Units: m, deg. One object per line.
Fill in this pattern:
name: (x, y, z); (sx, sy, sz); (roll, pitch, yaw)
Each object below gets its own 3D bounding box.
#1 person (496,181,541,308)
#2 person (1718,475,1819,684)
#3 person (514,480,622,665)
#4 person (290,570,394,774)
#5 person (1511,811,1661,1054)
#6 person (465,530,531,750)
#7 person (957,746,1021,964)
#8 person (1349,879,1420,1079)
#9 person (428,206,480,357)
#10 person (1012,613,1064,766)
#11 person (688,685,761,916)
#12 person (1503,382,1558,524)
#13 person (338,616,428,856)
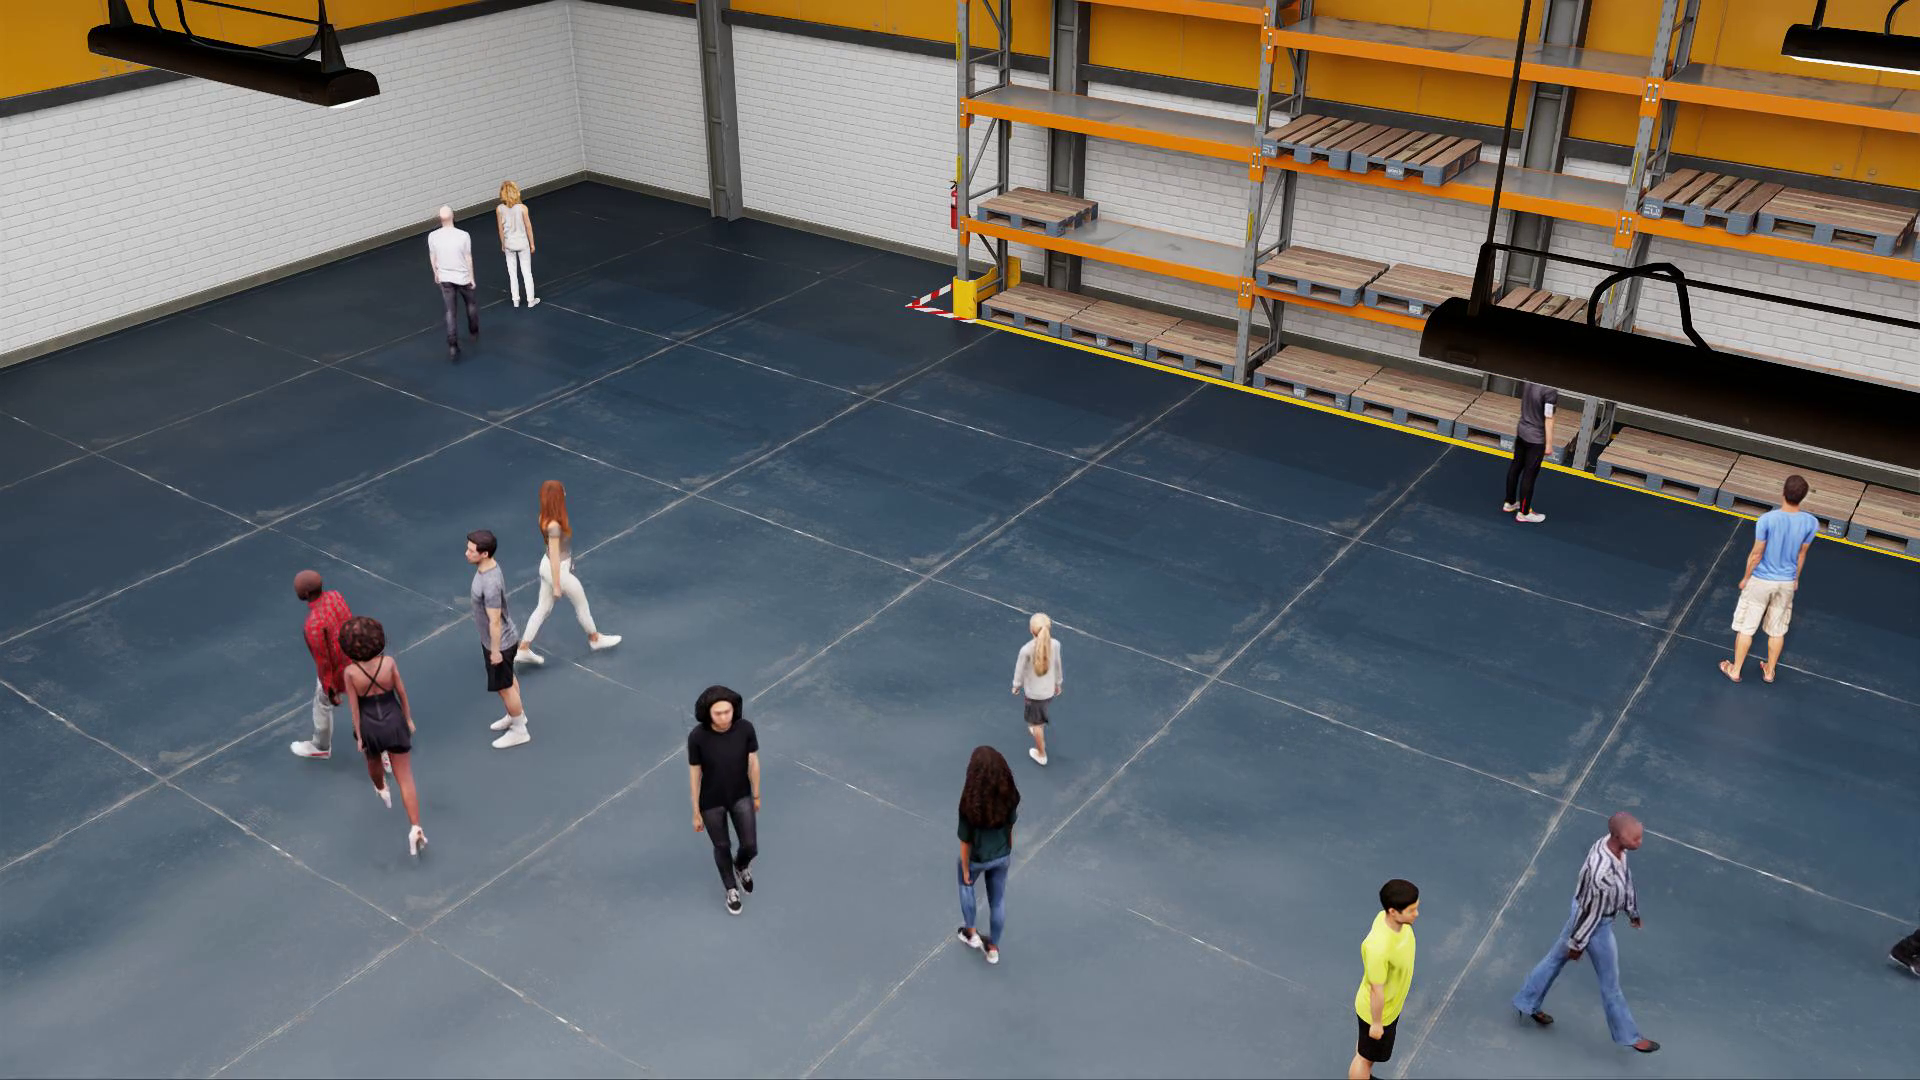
person: (-5.766, -3.848, 21.603); (0.647, 1.671, 0.741); (1, 29, 1)
person: (6.713, 0.328, 13.747); (0.671, 1.862, 0.793); (2, 29, 4)
person: (-3.473, 0.312, 13.959); (1.042, 1.688, 1.181); (-14, 32, -24)
person: (-4.594, 1.019, 12.571); (1.181, 1.775, 0.879); (12, 31, 20)
person: (3.747, 2.349, 10.158); (1.192, 1.752, 0.847); (9, 30, 17)
person: (-3.589, 0.752, 12.967); (0.794, 1.865, 0.699); (-9, 30, -15)
person: (0.206, 2.089, 10.788); (0.721, 1.604, 0.773); (-9, 30, -16)
person: (2.435, 2.653, 9.644); (0.600, 1.709, 0.660); (12, 31, 20)
person: (-6.123, -3.090, 20.087); (1.218, 1.792, 1.229); (-2, 29, -4)
person: (0.641, 1.170, 12.834); (0.678, 1.258, 0.783); (-15, 32, -26)
person: (-1.604, 1.691, 11.291); (0.793, 1.821, 0.844); (-8, 30, -14)
person: (5.628, -1.034, 16.347); (0.779, 1.764, 0.703); (-7, 29, -12)
person: (-4.094, 1.435, 11.861); (0.979, 1.725, 1.223); (-12, 31, -21)
